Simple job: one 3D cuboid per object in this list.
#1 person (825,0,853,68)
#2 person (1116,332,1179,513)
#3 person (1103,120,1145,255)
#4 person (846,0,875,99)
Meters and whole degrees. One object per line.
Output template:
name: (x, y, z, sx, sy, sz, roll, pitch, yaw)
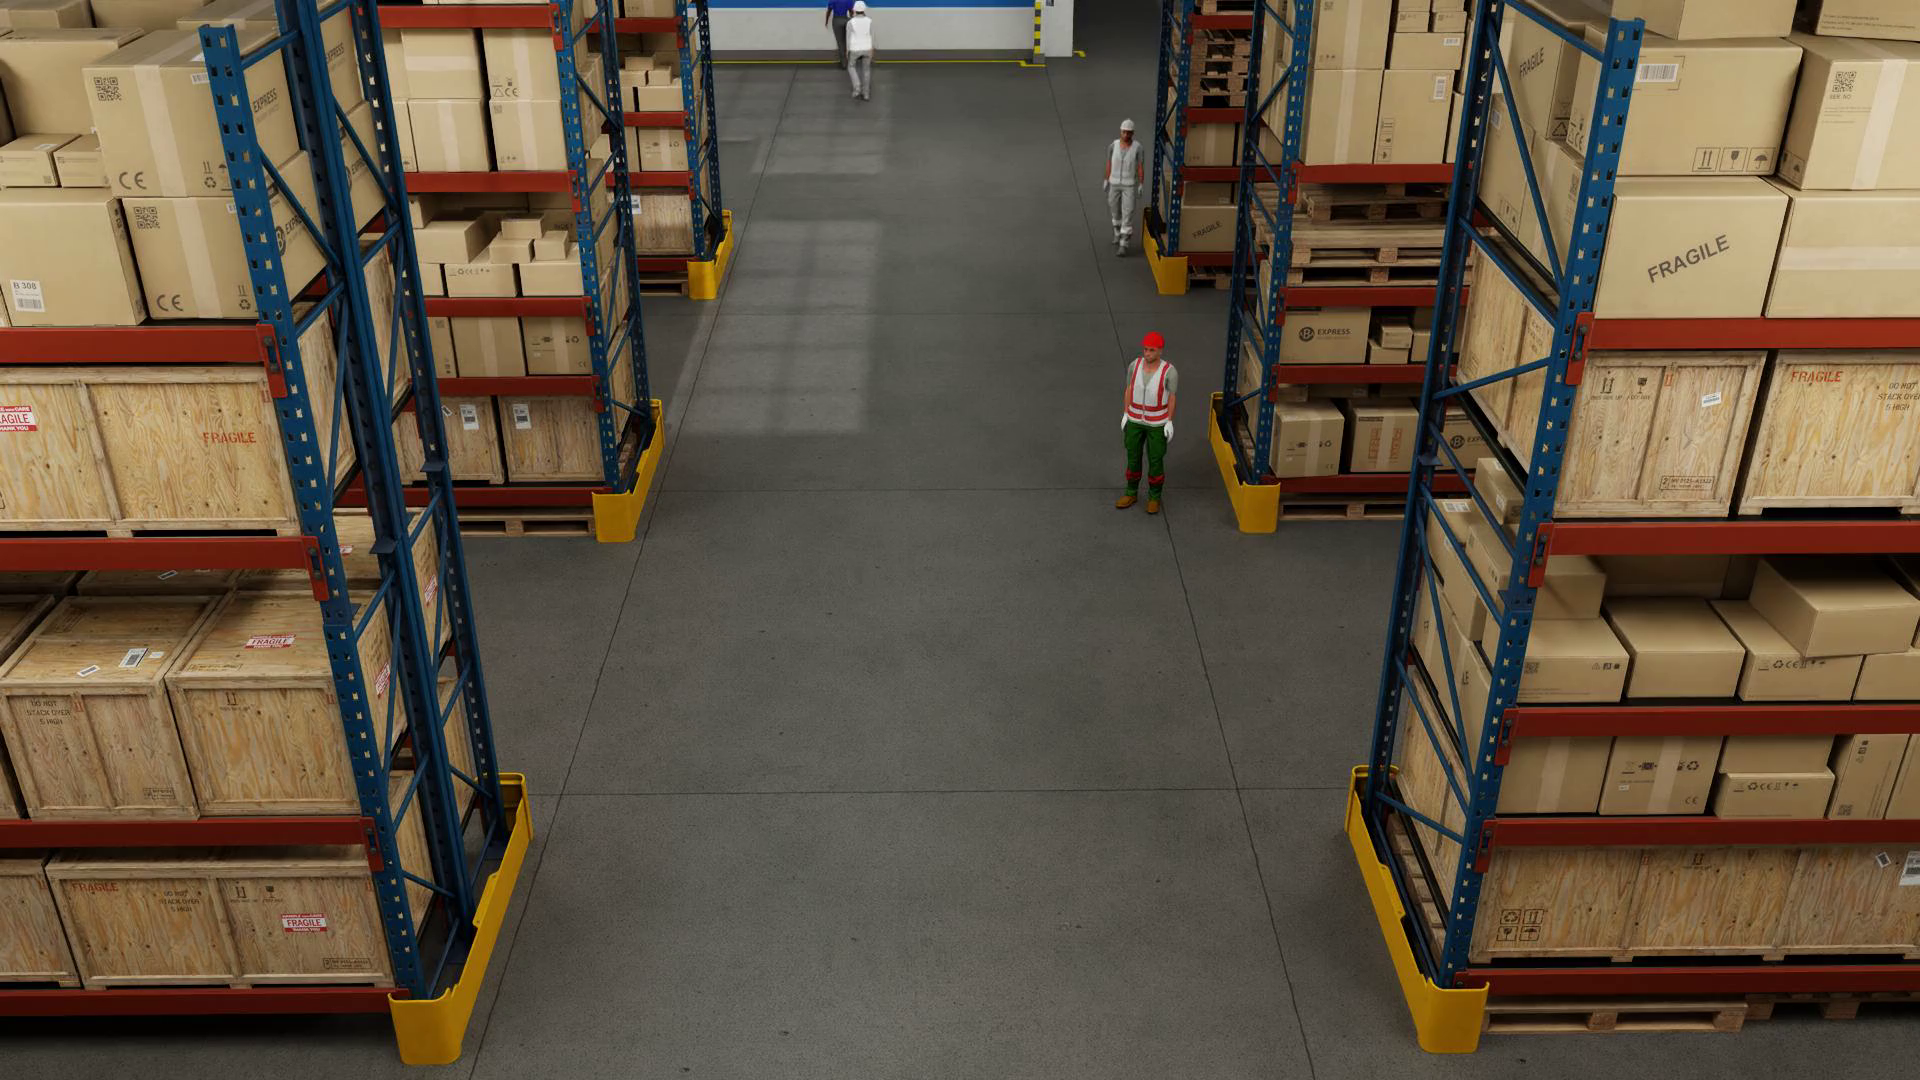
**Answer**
person: (-2.407, -10.312, 33.190, 0.507, 1.626, 0.865, -8, 29, -14)
person: (1.799, -1.135, 15.991, 0.527, 1.796, 0.379, 12, 31, 21)
person: (2.241, -4.899, 22.998, 0.571, 1.786, 0.788, 10, 30, 17)
person: (-1.844, -9.063, 30.714, 0.554, 1.776, 0.455, -5, 29, -10)
